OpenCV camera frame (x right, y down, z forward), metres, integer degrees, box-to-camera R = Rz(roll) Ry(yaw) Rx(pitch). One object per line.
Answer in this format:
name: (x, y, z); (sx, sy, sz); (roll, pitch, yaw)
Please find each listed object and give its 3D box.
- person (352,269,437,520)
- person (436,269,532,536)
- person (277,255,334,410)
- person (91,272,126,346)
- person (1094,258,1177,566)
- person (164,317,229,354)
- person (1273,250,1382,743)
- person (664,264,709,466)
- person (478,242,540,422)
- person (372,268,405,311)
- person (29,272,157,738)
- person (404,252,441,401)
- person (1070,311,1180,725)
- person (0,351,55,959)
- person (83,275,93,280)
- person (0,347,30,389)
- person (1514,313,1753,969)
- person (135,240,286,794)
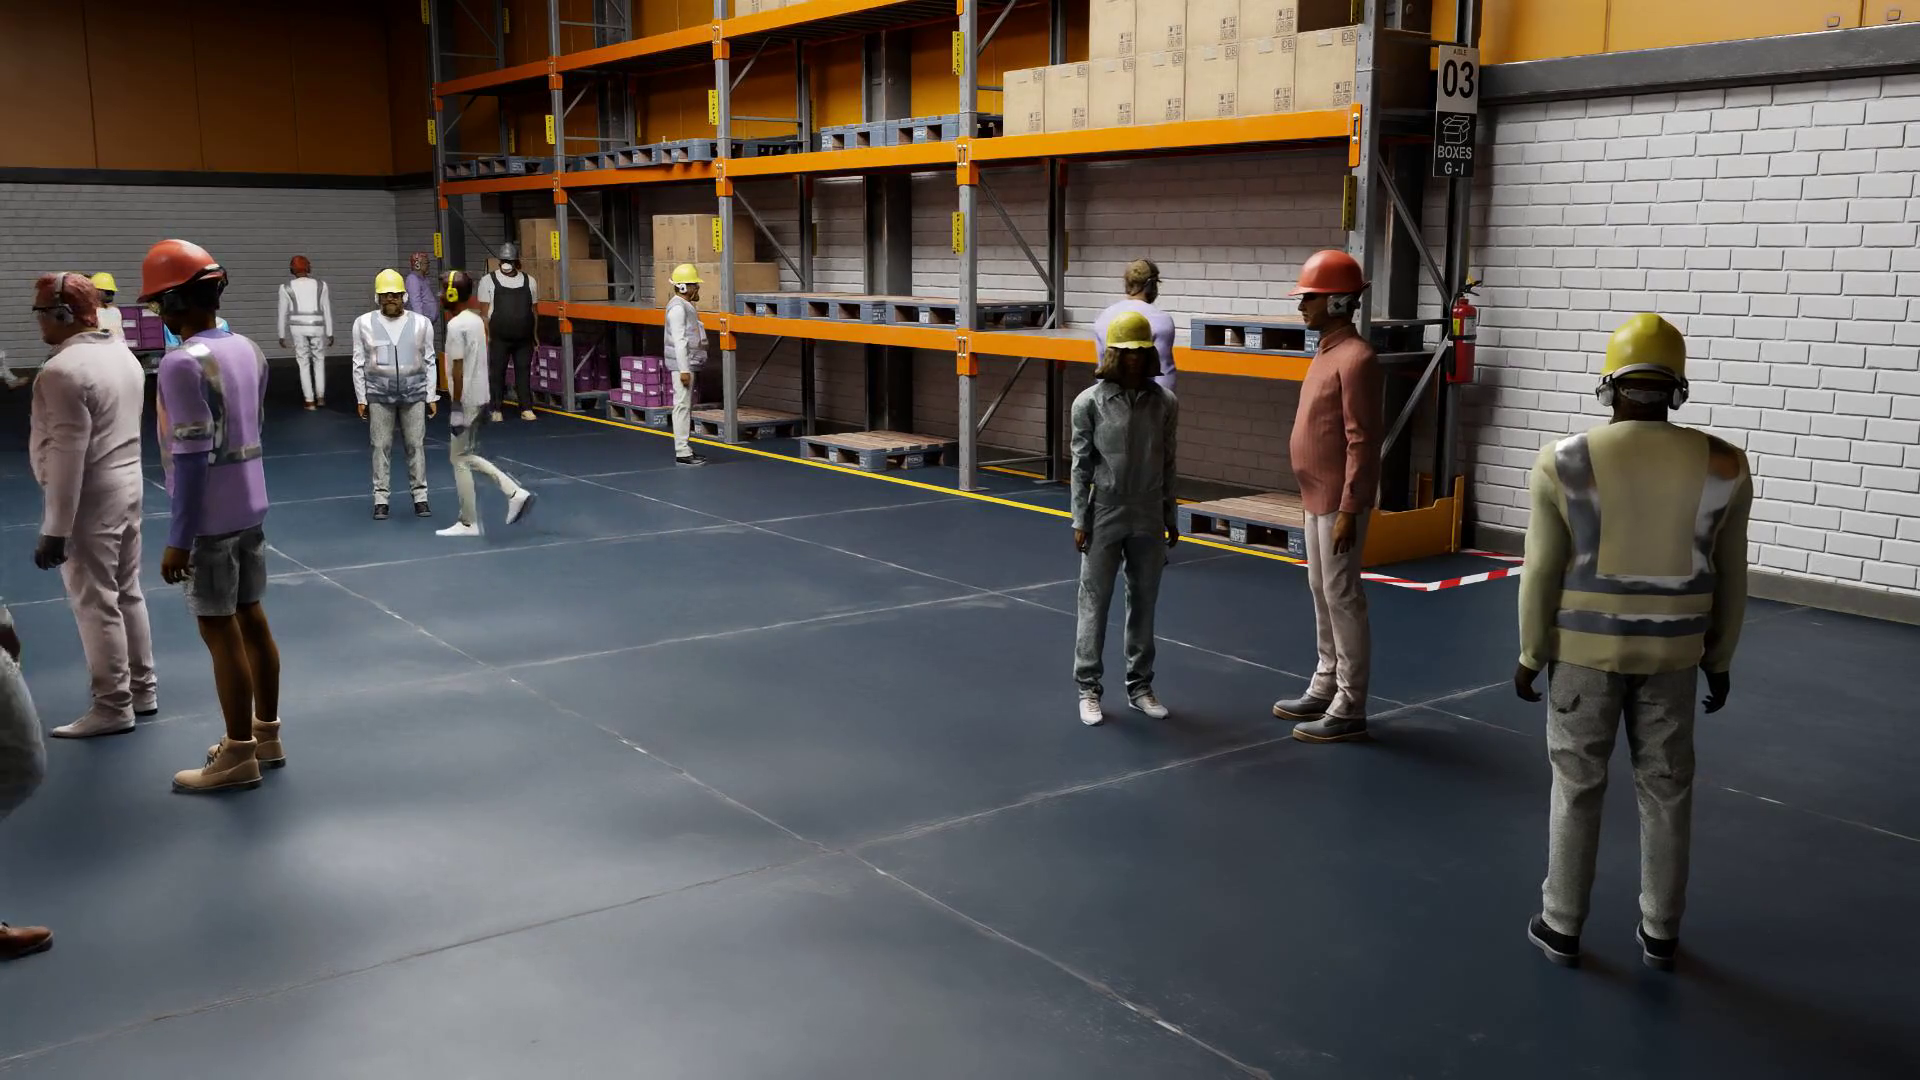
person: (-4.152, -1.068, 12.254); (0.591, 1.833, 0.403); (-4, 11, -23)
person: (-3.337, -0.929, 11.433); (0.553, 1.856, 0.510); (0, 10, 1)
person: (-8.021, -2.534, 20.337); (0.615, 1.872, 0.598); (-6, 12, -30)
person: (-8.265, -1.700, 16.035); (0.643, 1.743, 0.545); (2, 10, 13)
person: (1.099, -0.790, 10.423); (0.356, 1.931, 0.631); (-8, 13, -39)
person: (-6.526, -1.362, 14.296); (0.532, 1.693, 0.319); (-6, 12, -32)
person: (1.504, -0.172, 6.781); (0.396, 1.993, 0.618); (0, 10, -1)
person: (-2.493, -1.594, 15.198); (0.404, 1.835, 0.586); (-1, 10, -5)
person: (-5.092, -2.363, 18.924); (0.680, 2.000, 0.536); (-6, 12, -29)
person: (-9.156, -3.533, 26.659); (0.505, 1.626, 0.320); (-6, 12, -32)
person: (-3.596, -0.140, 6.855); (0.402, 1.904, 0.708); (-1, 10, -3)
person: (-6.911, -2.743, 21.427); (0.409, 1.907, 0.651); (-3, 10, -14)
person: (0.705, -0.089, 7.020); (0.493, 1.743, 0.300); (-3, 11, -18)
person: (-2.742, 0.269, 4.520); (0.436, 1.920, 0.650); (-6, 12, -31)
person: (-8.945, -1.885, 17.208); (0.316, 1.695, 0.542); (0, 10, 1)
person: (-13.438, -2.977, 23.008); (0.642, 1.804, 0.828); (10, 14, 44)
person: (1.849, 0.292, 4.633); (0.601, 1.830, 0.404); (1, 10, 7)
person: (-2.779, -0.078, 6.151); (0.392, 2.033, 0.605); (0, 10, 1)
